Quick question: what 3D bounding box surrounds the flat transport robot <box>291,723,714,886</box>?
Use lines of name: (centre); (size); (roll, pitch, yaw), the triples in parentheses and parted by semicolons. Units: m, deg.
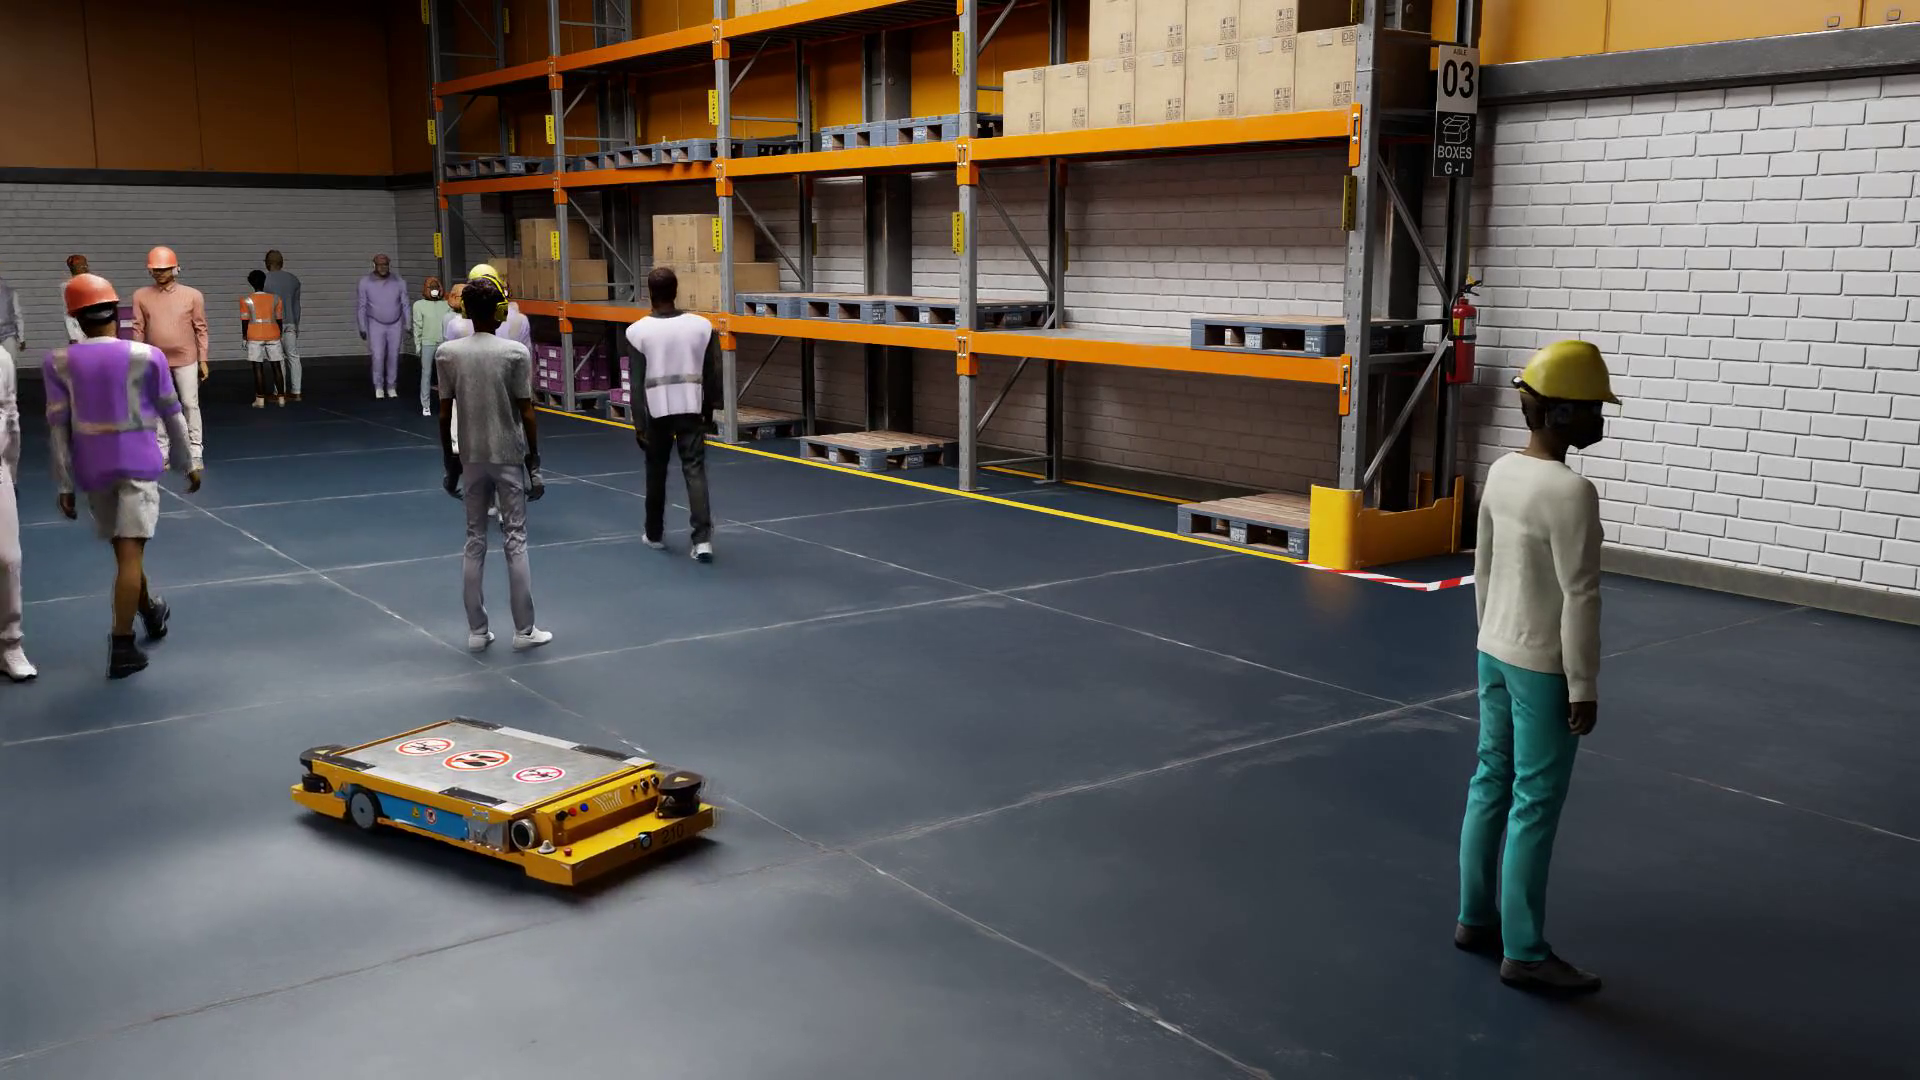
flat transport robot: (-1.611, 0.868, 5.785); (1.431, 0.197, 0.652); (7, 12, 33)

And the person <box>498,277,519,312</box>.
person: (-5.407, -2.280, 19.627); (0.497, 1.629, 0.276); (-9, 14, -41)

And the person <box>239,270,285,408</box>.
person: (-8.599, -2.476, 20.513); (0.536, 1.699, 0.321); (-9, 14, -41)

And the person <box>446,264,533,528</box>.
person: (-3.370, -1.038, 11.989); (0.583, 1.881, 1.010); (-3, 10, -14)

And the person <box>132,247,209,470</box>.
person: (-7.009, -1.598, 14.778); (0.623, 1.989, 0.400); (-2, 10, -13)

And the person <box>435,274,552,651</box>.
person: (-2.320, -0.373, 8.255); (0.520, 1.873, 0.328); (1, 10, 5)

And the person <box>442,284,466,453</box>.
person: (-4.807, -1.664, 16.152); (0.280, 1.633, 0.500); (4, 11, 21)

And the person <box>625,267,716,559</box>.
person: (-1.860, -0.824, 10.782); (0.600, 1.879, 0.961); (-4, 11, -19)

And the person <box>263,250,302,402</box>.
person: (-8.692, -2.724, 21.235); (0.372, 1.940, 0.627); (5, 11, 27)

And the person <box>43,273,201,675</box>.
person: (-4.047, -0.345, 8.072); (0.578, 1.869, 1.025); (-2, 10, -9)

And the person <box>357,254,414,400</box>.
person: (-7.450, -2.769, 21.638); (0.660, 1.880, 0.746); (-6, 12, -30)

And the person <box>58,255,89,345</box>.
person: (-10.421, -2.434, 19.768); (0.356, 1.883, 0.573); (0, 10, 0)

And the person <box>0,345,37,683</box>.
person: (-4.563, -0.241, 7.537); (0.717, 1.865, 0.664); (9, 13, 41)

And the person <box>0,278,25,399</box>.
person: (-11.450, -2.394, 19.727); (0.613, 1.809, 0.666); (-5, 11, -25)

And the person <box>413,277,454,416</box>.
person: (-6.180, -2.281, 19.606); (0.503, 1.632, 0.274); (-7, 12, -36)

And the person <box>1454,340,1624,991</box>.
person: (1.599, 0.339, 4.567); (0.317, 1.766, 0.534); (-2, 10, -10)
